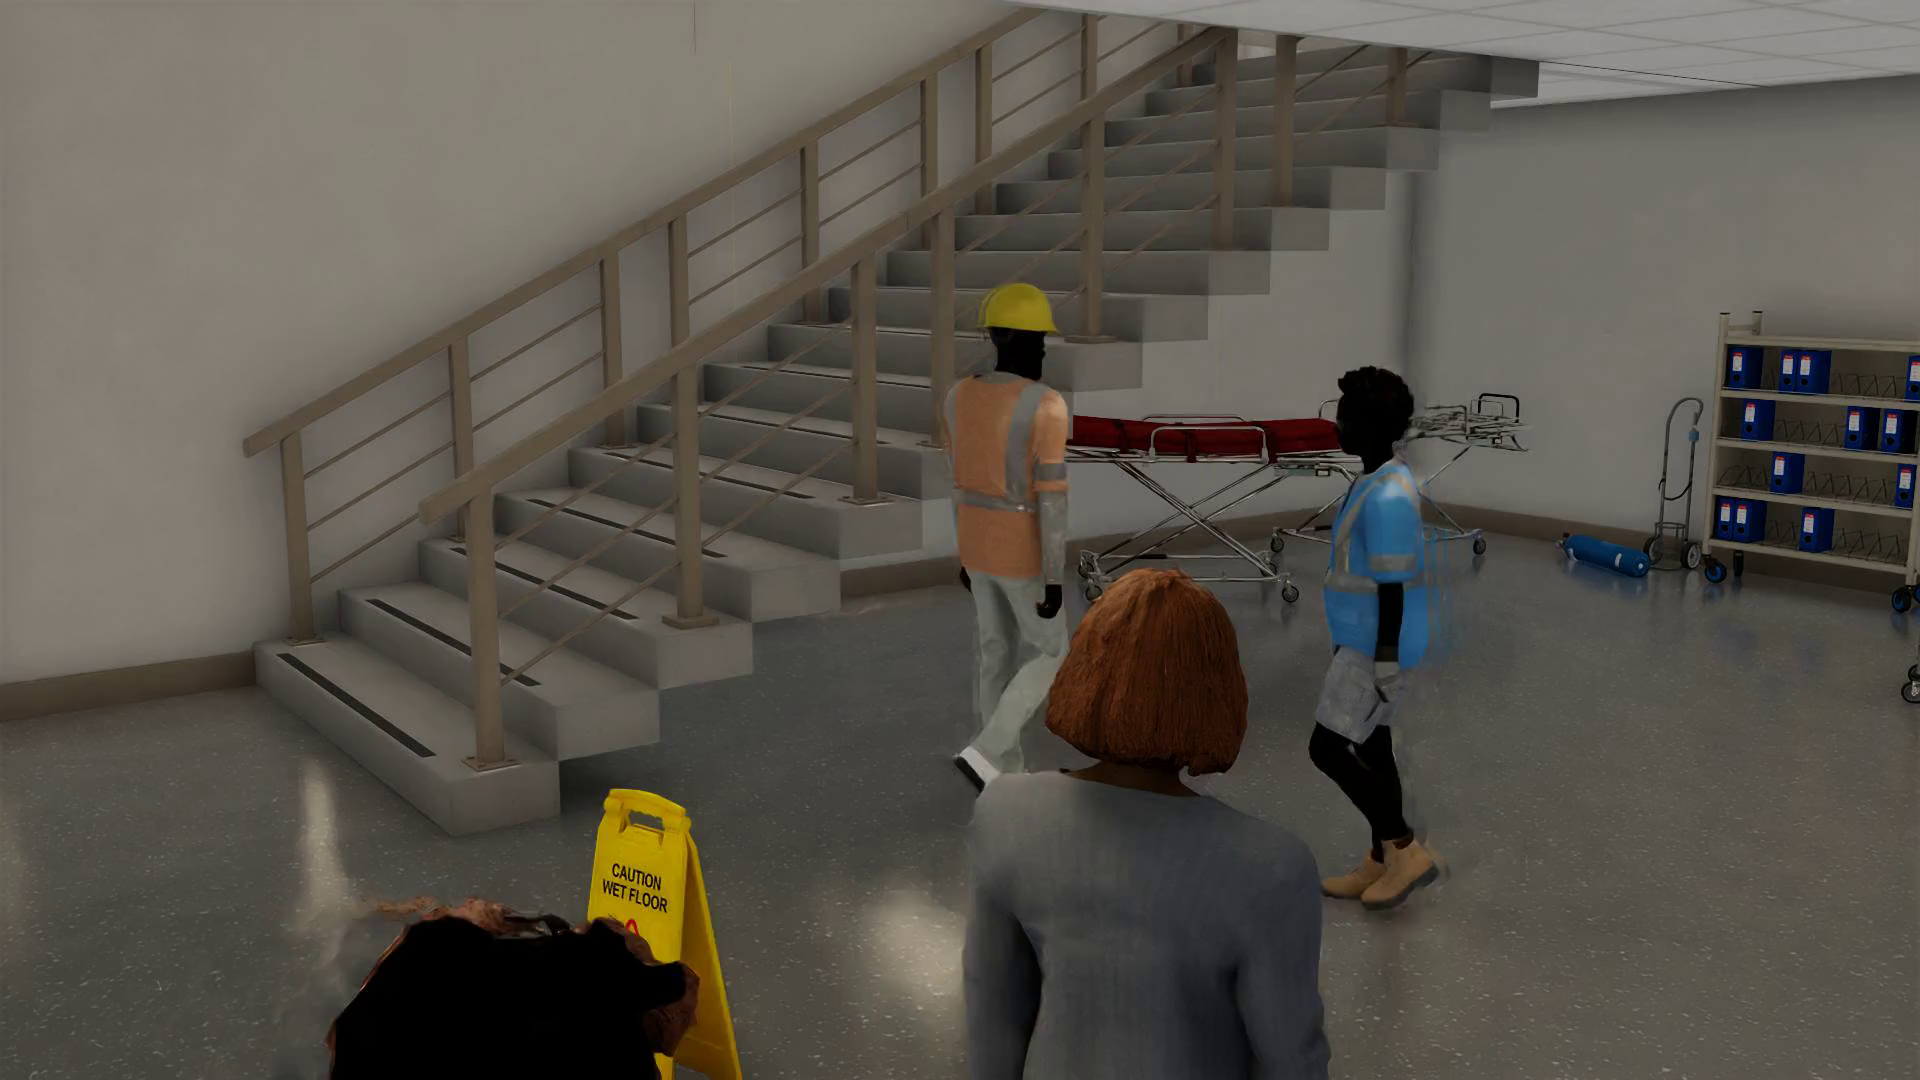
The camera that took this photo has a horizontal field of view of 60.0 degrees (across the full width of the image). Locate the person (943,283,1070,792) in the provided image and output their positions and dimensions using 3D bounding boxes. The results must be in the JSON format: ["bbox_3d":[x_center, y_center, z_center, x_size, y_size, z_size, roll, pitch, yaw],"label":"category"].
[{"bbox_3d":[0.157,0.043,5.962,0.590,1.912,0.493,10,14,44],"label":"person"}]

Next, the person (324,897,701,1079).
[{"bbox_3d":[-0.268,1.020,1.161,0.369,1.627,0.523,2,10,12],"label":"person"}]

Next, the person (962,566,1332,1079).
[{"bbox_3d":[0.236,0.841,2.175,0.500,1.633,0.279,6,11,31],"label":"person"}]

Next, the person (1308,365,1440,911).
[{"bbox_3d":[1.247,0.314,5.078,0.363,1.687,0.535,2,10,13],"label":"person"}]
